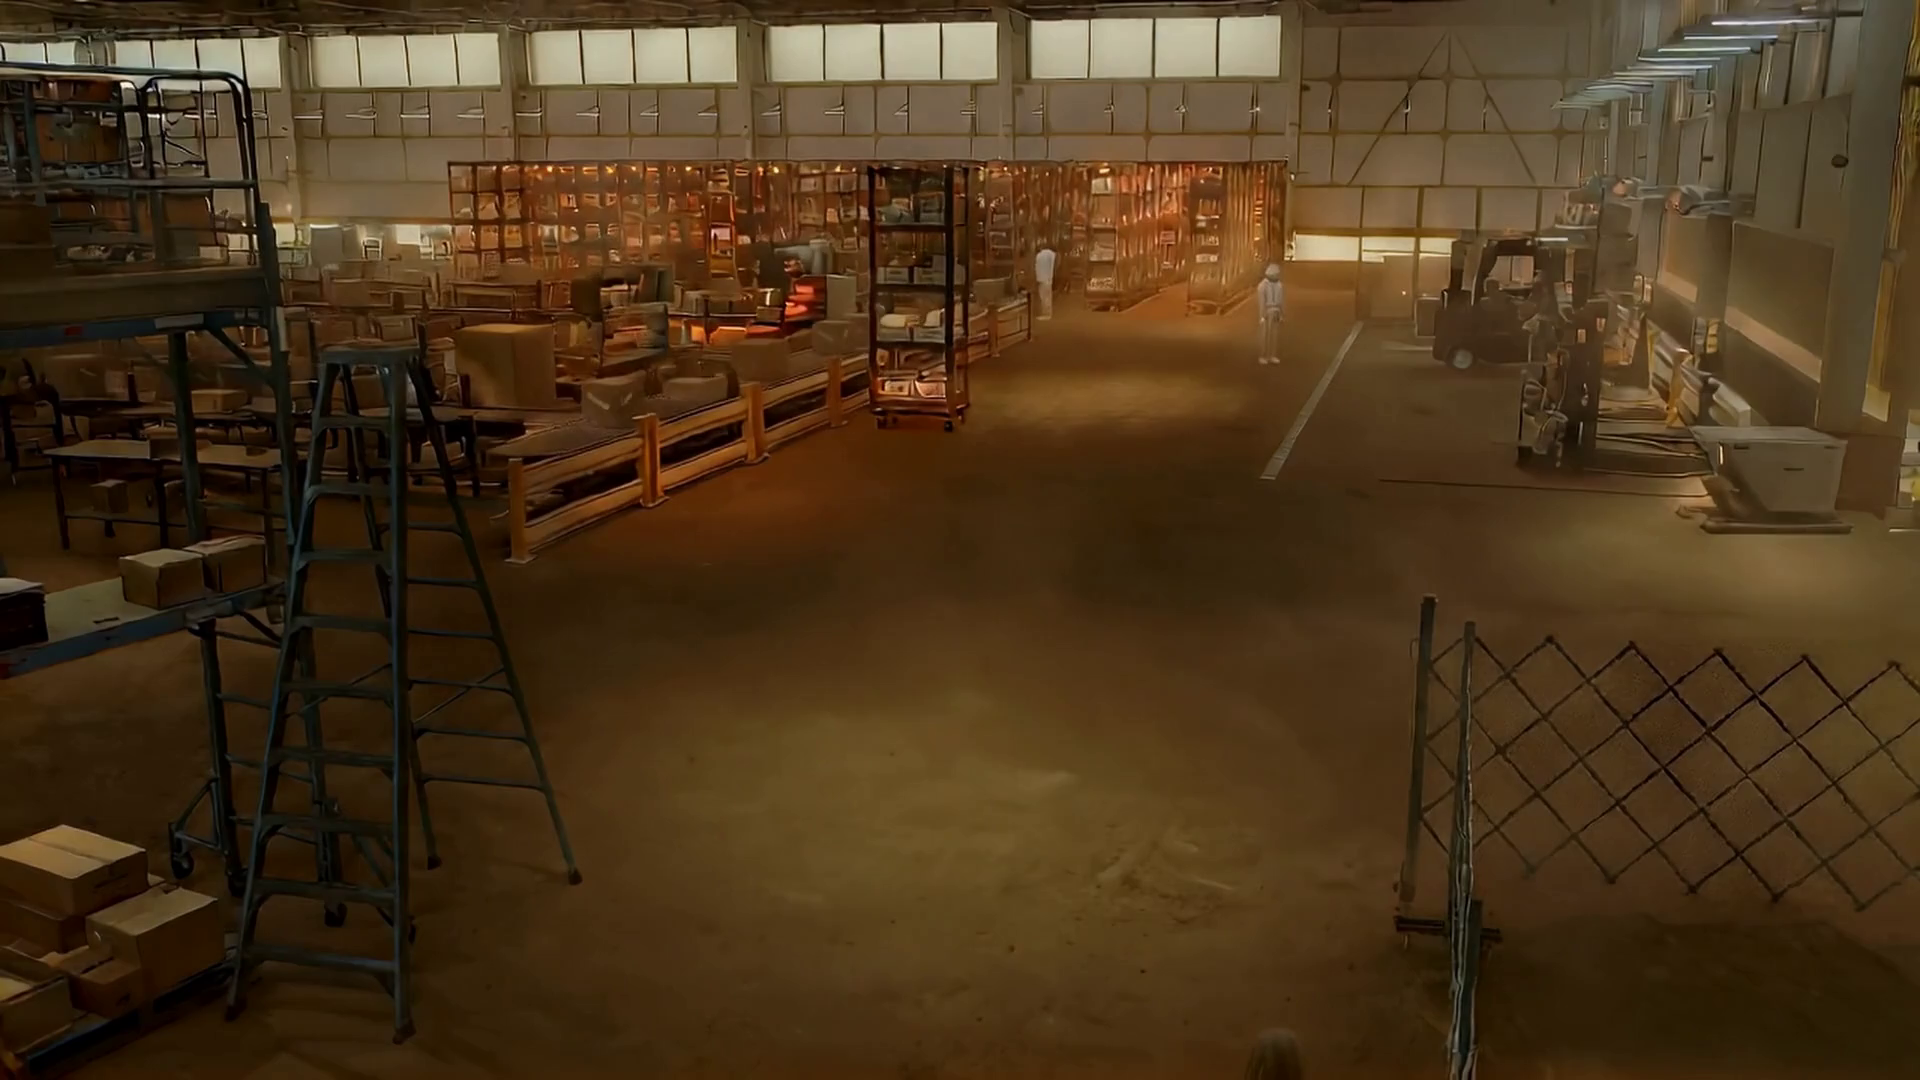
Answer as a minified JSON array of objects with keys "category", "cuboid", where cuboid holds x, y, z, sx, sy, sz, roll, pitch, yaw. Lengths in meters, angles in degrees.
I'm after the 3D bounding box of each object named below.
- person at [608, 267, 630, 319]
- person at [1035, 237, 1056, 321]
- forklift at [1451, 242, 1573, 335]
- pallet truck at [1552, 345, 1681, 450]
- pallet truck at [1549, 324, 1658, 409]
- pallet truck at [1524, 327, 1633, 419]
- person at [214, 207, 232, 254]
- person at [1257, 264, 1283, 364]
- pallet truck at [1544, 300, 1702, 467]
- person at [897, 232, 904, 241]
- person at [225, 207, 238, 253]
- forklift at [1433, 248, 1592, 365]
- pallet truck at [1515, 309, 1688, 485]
[{"category":"person","cuboid":[-6.218,-4.090,30.385,0.523,1.762,0.329,9,16,34]},{"category":"person","cuboid":[1.947,-6.011,38.360,0.411,1.910,0.643,6,15,26]},{"category":"forklift","cuboid":[10.464,-4.597,31.405,2.680,1.987,1.157,4,14,16]},{"category":"pallet truck","cuboid":[8.641,-1.896,21.908,1.630,1.274,0.653,4,14,16]},{"category":"pallet truck","cuboid":[9.824,-2.669,25.407,1.601,1.201,0.680,4,14,16]},{"category":"pallet truck","cuboid":[9.065,-2.460,24.370,1.522,1.261,0.704,3,13,14]},{"category":"person","cuboid":[-28.565,-11.932,64.194,0.954,1.792,0.636,-3,13,-13]},{"category":"person","cuboid":[5.711,-4.152,30.517,0.586,1.823,0.403,-10,16,-36]},{"category":"pallet truck","cuboid":[8.263,-1.952,20.631,1.885,1.965,0.823,5,14,20]},{"category":"person","cuboid":[-1.751,-9.321,52.880,0.579,1.817,0.881,3,13,13]},{"category":"person","cuboid":[-25.600,-10.707,58.491,0.415,1.985,0.611,3,13,11]},{"category":"forklift","cuboid":[9.780,-4.111,29.280,2.680,1.987,1.157,3,13,14]},{"category":"pallet truck","cuboid":[7.554,-1.677,19.446,1.885,1.965,0.823,3,13,14]}]
